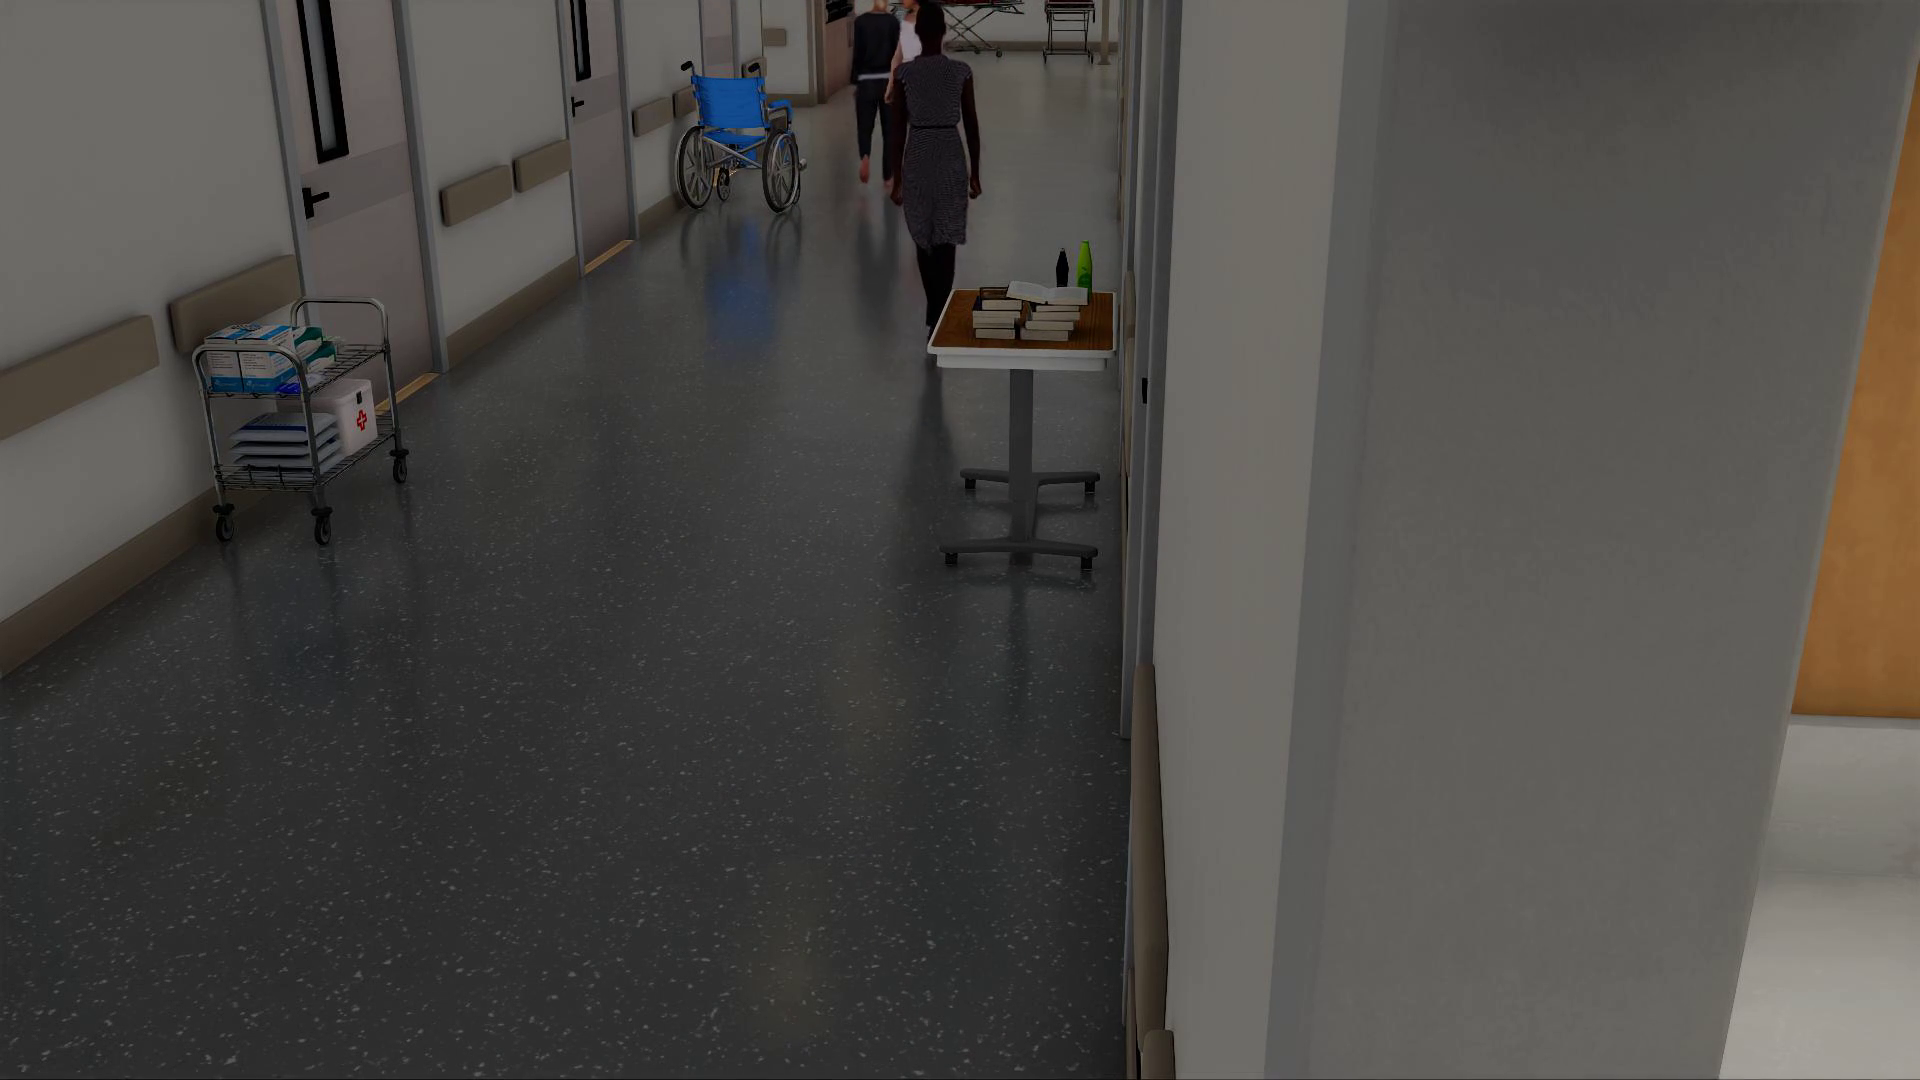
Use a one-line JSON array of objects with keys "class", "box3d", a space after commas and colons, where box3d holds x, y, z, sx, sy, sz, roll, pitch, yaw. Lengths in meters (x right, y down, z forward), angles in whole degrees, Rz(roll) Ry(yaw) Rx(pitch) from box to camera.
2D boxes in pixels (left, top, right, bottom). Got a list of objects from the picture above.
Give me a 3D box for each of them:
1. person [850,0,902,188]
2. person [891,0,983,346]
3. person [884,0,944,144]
[{"class": "person", "box3d": [-0.698, -3.802, 13.904, 0.616, 1.712, 0.802, 2, 21, 5]}, {"class": "person", "box3d": [-0.124, -1.832, 8.657, 0.673, 1.746, 1.148, 0, 21, 1]}, {"class": "person", "box3d": [-0.278, -3.460, 12.935, 0.781, 1.760, 0.829, 15, 26, 35]}]
